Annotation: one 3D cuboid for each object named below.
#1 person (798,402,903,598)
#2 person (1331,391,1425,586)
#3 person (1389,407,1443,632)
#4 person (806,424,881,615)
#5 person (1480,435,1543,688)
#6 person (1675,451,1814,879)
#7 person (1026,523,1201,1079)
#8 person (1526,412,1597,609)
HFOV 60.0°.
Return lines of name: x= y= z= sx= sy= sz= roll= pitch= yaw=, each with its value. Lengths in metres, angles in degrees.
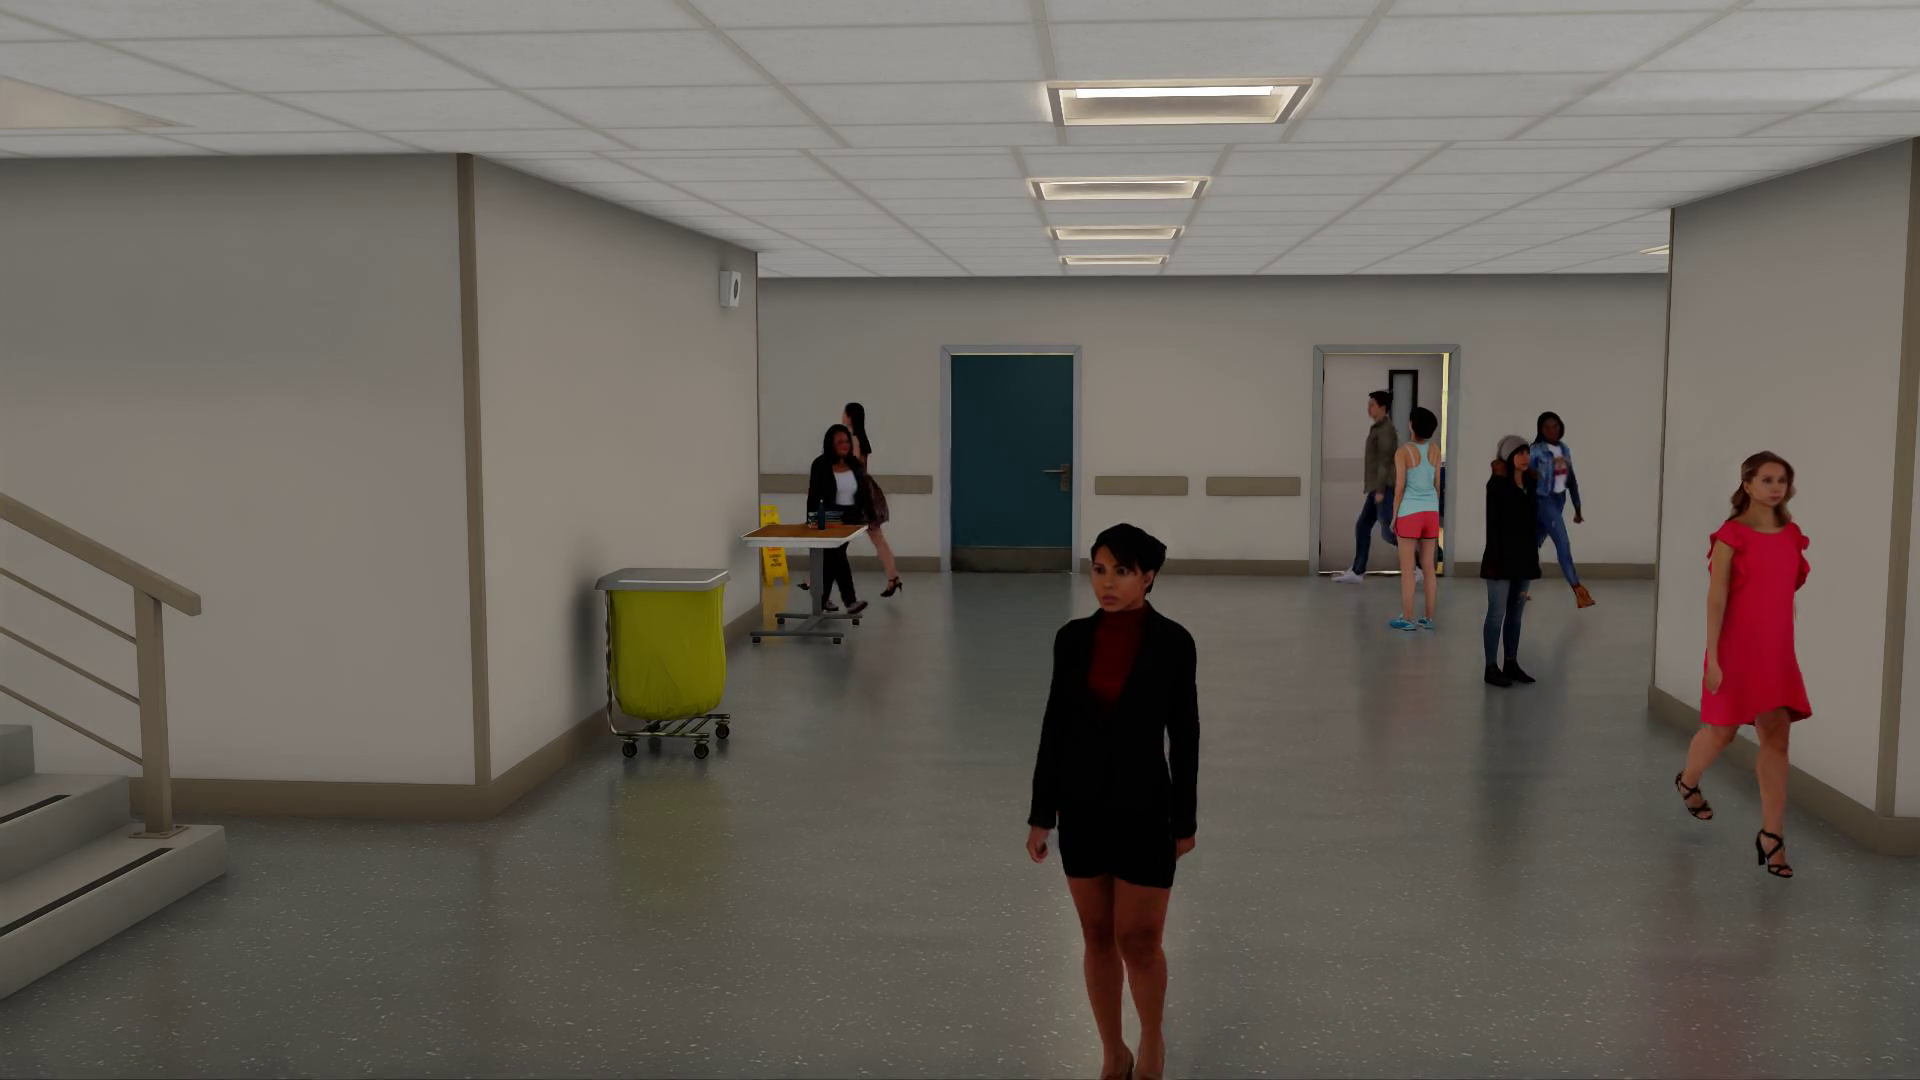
person: x=-0.819 y=-0.296 z=14.655 sx=1.220 sy=1.710 sz=0.761 roll=2 pitch=6 yaw=15
person: x=4.048 y=-0.450 z=15.529 sx=1.139 sy=1.842 sz=0.715 roll=1 pitch=6 yaw=6
person: x=3.613 y=-0.172 z=13.155 sx=0.638 sy=1.765 sz=0.729 roll=-2 pitch=6 yaw=-16
person: x=-1.074 y=-0.137 z=13.795 sx=1.075 sy=1.565 sz=1.160 roll=-6 pitch=8 yaw=-44
person: x=3.601 y=0.122 z=10.887 sx=0.729 sy=1.633 sz=0.809 roll=-3 pitch=7 yaw=-31
person: x=3.239 y=0.495 z=6.919 sx=1.004 sy=1.685 sz=0.751 roll=-1 pitch=6 yaw=-8
person: x=0.440 y=0.769 z=4.476 sx=0.663 sy=1.629 sz=0.728 roll=3 pitch=6 yaw=25
person: x=4.962 y=-0.225 z=14.247 sx=1.240 sy=1.651 sz=1.220 roll=-4 pitch=7 yaw=-36
